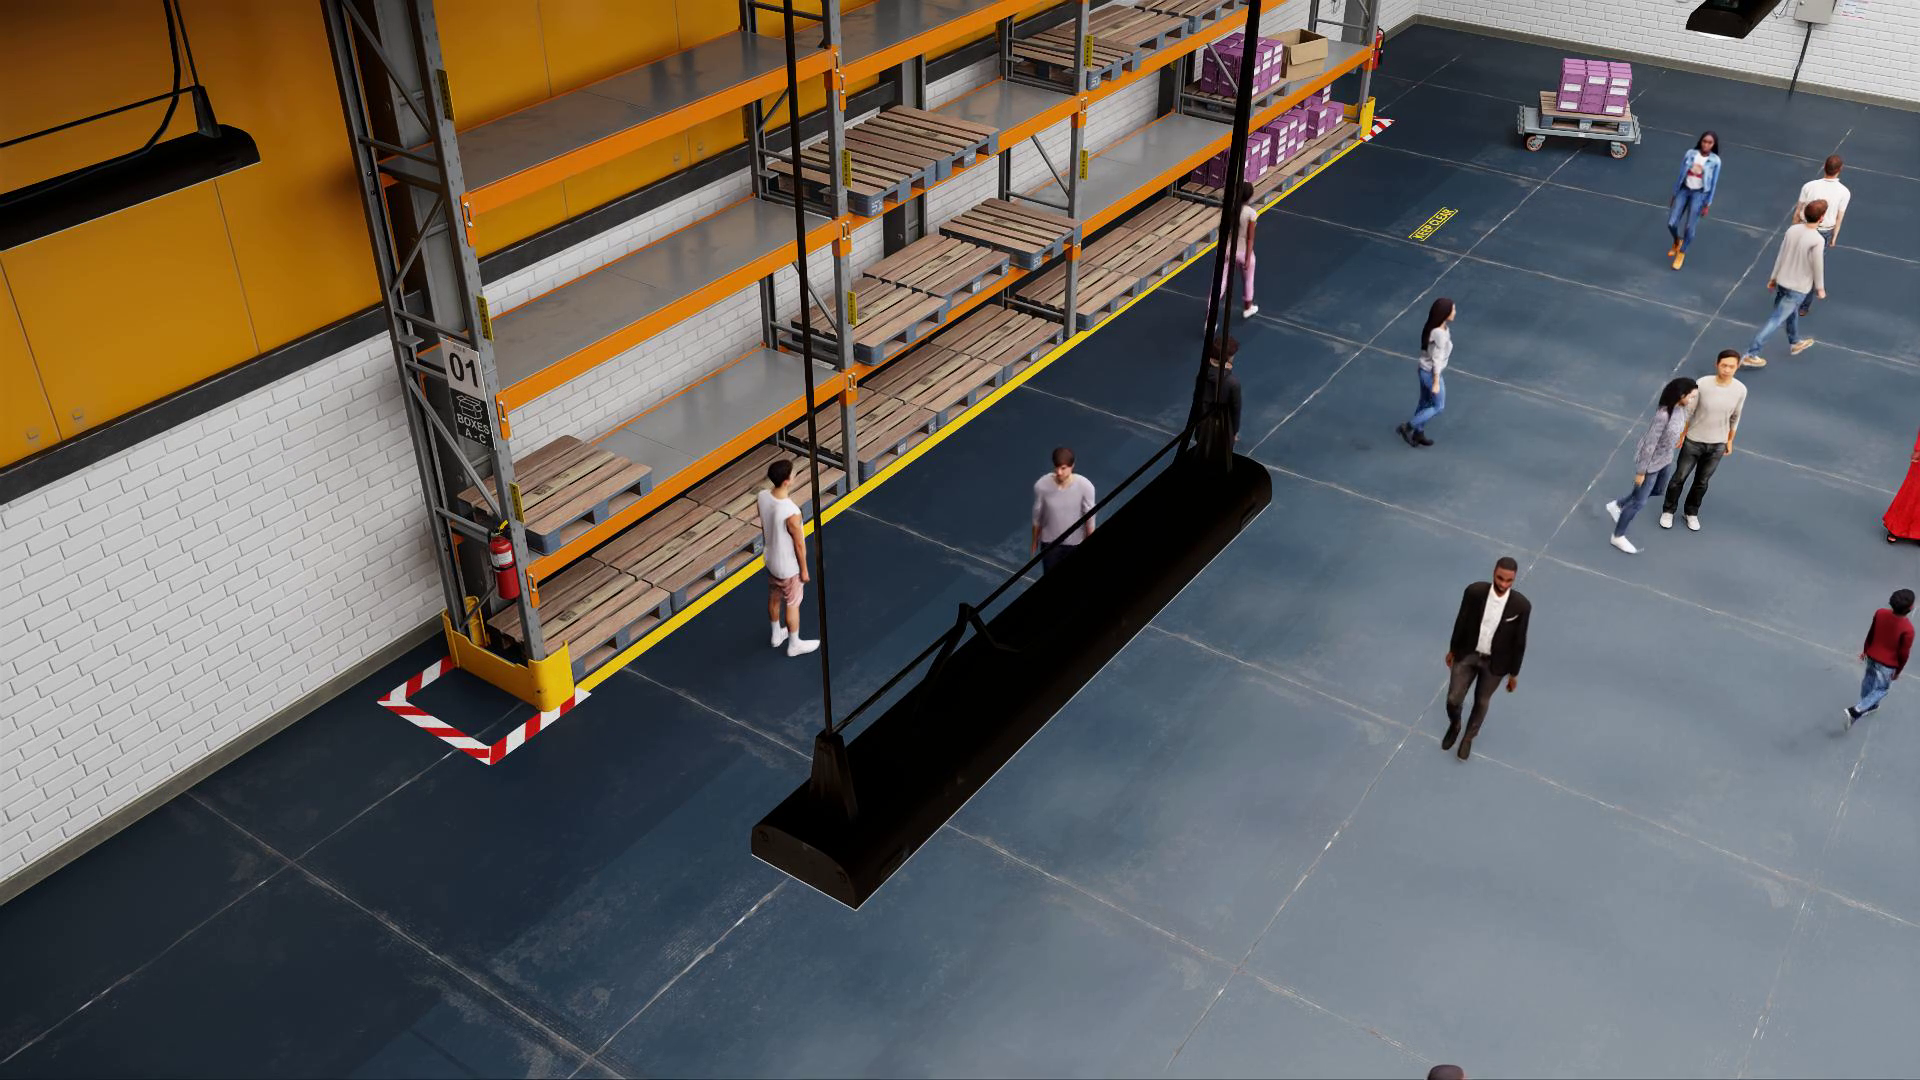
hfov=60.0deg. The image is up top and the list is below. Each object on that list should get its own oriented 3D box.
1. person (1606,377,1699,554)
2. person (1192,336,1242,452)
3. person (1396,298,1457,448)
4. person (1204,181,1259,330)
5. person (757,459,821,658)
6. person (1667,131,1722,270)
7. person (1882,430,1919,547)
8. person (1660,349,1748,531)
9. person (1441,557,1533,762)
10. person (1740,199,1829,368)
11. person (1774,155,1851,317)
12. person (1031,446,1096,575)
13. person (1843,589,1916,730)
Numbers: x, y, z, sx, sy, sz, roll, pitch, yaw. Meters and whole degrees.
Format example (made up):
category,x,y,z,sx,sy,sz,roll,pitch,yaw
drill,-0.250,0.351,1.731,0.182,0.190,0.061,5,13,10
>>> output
category,x,y,z,sx,sy,sz,roll,pitch,yaw
person,6.175,-0.731,14.921,0.719,1.707,0.802,-23,40,-31
person,2.357,-1.049,15.340,0.627,1.773,0.600,18,38,25
person,4.549,-1.621,16.335,0.821,1.625,0.752,1,34,1
person,3.034,-3.128,18.539,0.686,1.694,1.193,25,41,33
person,-1.443,0.144,13.533,0.617,1.786,0.686,-28,43,-35
person,8.834,-4.117,20.023,0.634,1.698,0.671,24,40,31
person,8.756,-0.738,14.863,0.688,1.784,0.687,11,35,17
person,6.774,-0.930,15.127,0.720,1.811,0.691,7,34,10
person,3.931,0.846,12.470,0.740,1.795,0.674,15,36,21
person,8.804,-2.674,17.717,1.276,1.849,1.178,-7,34,-11
person,9.694,-3.468,18.910,0.670,1.850,0.584,17,37,24
person,0.868,-0.024,13.749,0.875,1.828,0.941,7,34,10
person,7.108,0.920,12.857,0.844,1.242,0.711,-15,36,-21
